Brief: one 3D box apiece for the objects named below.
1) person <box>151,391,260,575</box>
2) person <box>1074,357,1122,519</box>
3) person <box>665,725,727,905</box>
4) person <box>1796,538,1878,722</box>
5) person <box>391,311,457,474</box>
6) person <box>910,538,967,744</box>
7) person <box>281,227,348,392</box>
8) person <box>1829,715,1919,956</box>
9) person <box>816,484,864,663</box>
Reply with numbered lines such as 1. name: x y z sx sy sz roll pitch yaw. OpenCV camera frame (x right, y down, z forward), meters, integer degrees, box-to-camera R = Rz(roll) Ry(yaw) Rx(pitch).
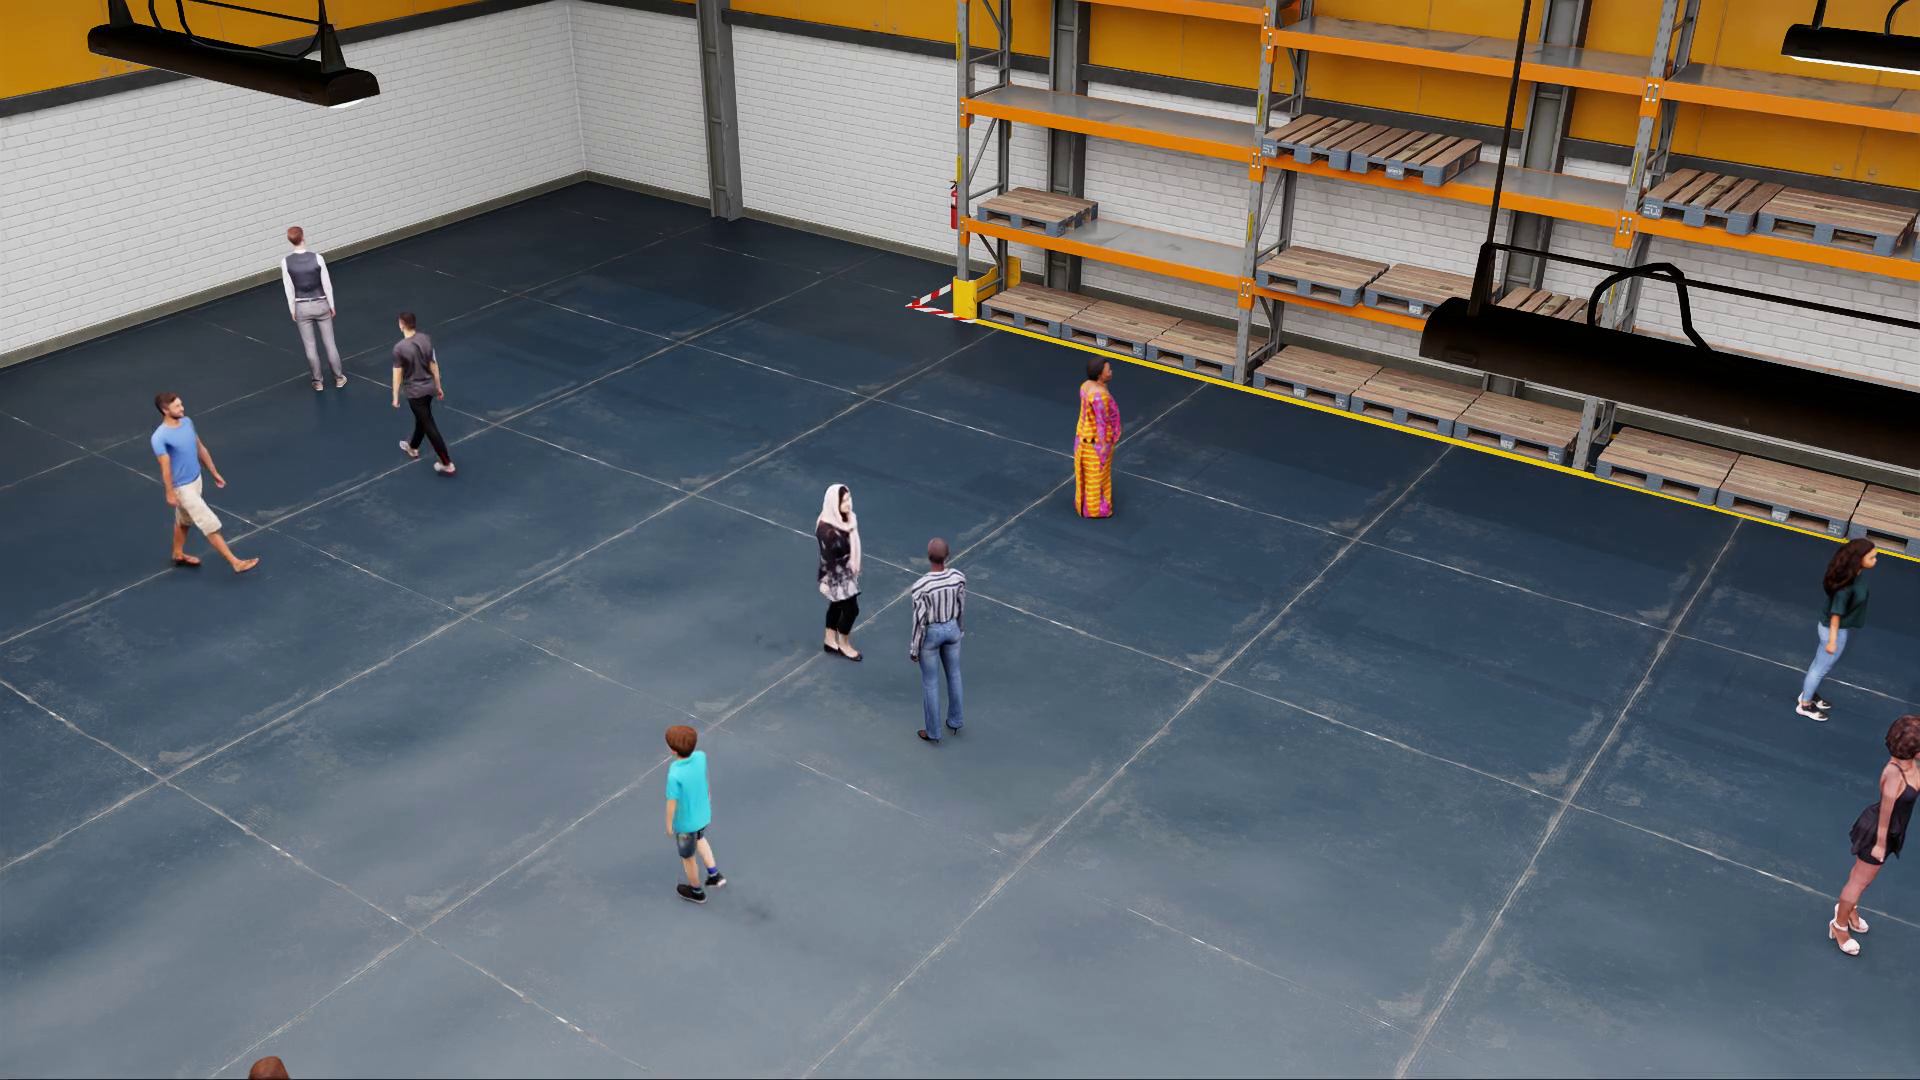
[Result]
1. person: -7.217 -0.513 15.342 1.328 1.811 1.013 4 29 8
2. person: 1.358 -1.051 16.459 0.843 1.686 0.779 -6 29 -11
3. person: -1.781 1.882 11.339 0.565 1.440 0.534 17 33 29
4. person: 7.017 0.697 13.330 0.570 1.615 0.572 19 34 30
5. person: -5.541 -1.482 17.220 1.132 1.714 0.662 18 33 29
6. person: -0.162 0.784 12.981 0.701 1.795 0.668 -17 33 -28
7. person: -7.469 -2.677 19.172 0.748 1.942 0.772 -9 30 -16
8. person: 6.041 1.914 10.915 0.542 1.789 0.570 21 35 33
9. person: -1.104 0.261 14.118 0.755 1.624 0.729 10 30 18
